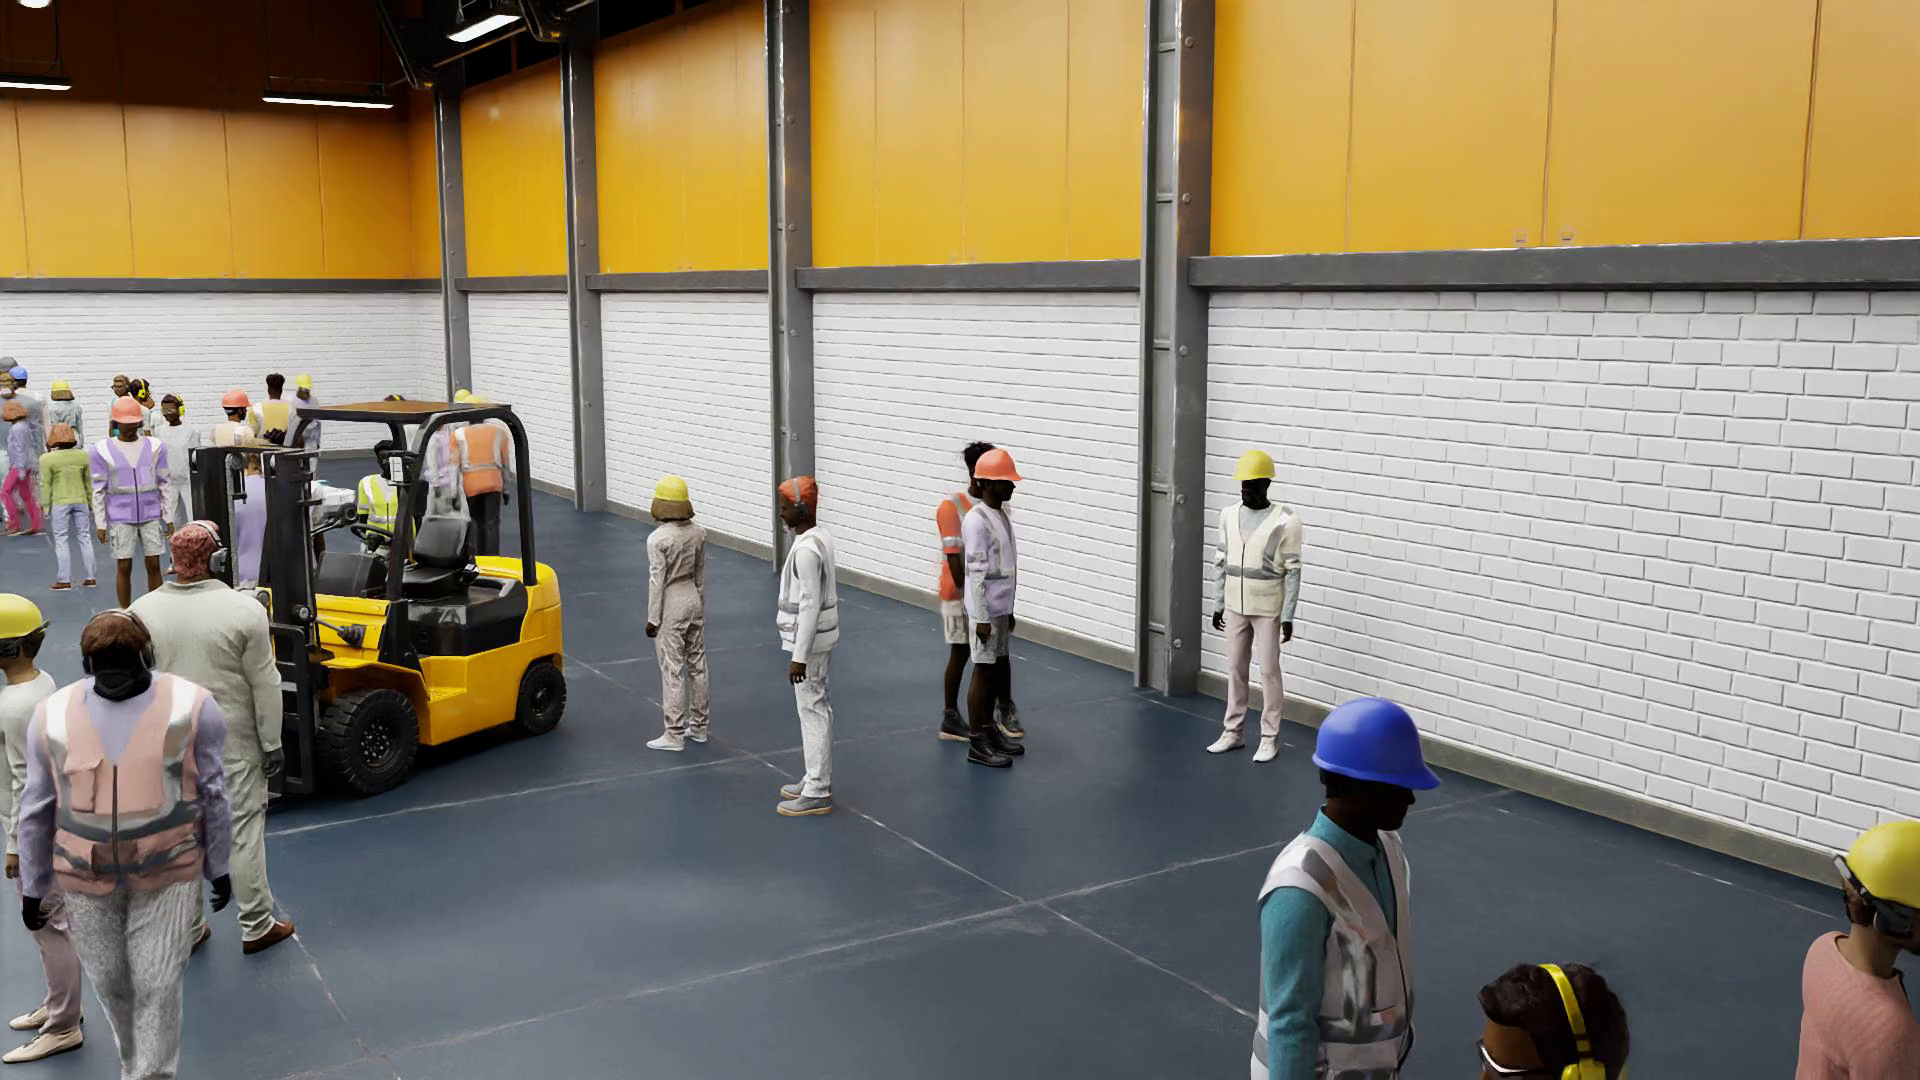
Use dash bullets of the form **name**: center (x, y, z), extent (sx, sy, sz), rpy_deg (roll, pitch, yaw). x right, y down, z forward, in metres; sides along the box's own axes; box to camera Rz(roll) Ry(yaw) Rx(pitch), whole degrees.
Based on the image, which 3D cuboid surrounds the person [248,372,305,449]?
- **person**: center (-8.083, -1.008, 19.702), extent (0.628, 1.945, 0.430), rpy_deg (-4, 9, -23)

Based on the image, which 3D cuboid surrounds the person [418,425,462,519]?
- **person**: center (-5.635, -0.620, 18.268), extent (0.717, 1.607, 0.538), rpy_deg (-2, 9, -16)

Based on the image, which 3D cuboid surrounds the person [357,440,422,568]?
- **person**: center (-4.648, 0.023, 13.606), extent (0.532, 1.696, 0.319), rpy_deg (-2, 9, -11)

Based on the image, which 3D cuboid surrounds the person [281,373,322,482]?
- **person**: center (-9.169, -1.425, 23.048), extent (0.603, 1.796, 0.787), rpy_deg (-8, 12, -44)

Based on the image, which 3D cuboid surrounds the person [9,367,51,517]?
- **person**: center (-12.079, -1.267, 21.496), extent (0.604, 1.939, 0.416), rpy_deg (-6, 10, -35)

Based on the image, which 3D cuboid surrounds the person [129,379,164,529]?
- **person**: center (-9.888, -1.013, 20.074), extent (0.526, 1.856, 0.344), rpy_deg (4, 9, 26)

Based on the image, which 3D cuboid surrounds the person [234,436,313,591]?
- **person**: center (-4.687, 0.266, 11.211), extent (0.635, 1.928, 0.384), rpy_deg (-7, 11, -38)

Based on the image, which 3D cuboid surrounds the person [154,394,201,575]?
- **person**: center (-7.975, -0.559, 17.002), extent (0.506, 1.859, 0.332), rpy_deg (1, 8, 5)

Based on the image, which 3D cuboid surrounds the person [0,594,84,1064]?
- **person**: center (-3.526, 1.074, 6.289), extent (0.312, 1.768, 0.522), rpy_deg (-4, 9, -23)

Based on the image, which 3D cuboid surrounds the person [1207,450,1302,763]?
- **person**: center (1.813, 0.403, 10.266), extent (0.586, 1.928, 0.369), rpy_deg (7, 11, 41)

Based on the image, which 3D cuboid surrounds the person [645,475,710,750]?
- **person**: center (-1.802, 0.456, 10.526), extent (0.294, 1.744, 0.486), rpy_deg (5, 10, 33)

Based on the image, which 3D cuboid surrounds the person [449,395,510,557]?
- **person**: center (-4.831, -0.525, 16.775), extent (0.604, 1.860, 0.971), rpy_deg (-3, 9, -19)

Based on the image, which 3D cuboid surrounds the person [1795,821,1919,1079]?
- **person**: center (1.992, 1.468, 3.679), extent (0.343, 1.755, 0.531), rpy_deg (2, 9, 13)

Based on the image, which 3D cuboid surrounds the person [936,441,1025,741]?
- **person**: center (0.129, 0.328, 10.716), extent (0.605, 1.945, 0.451), rpy_deg (-7, 11, -39)

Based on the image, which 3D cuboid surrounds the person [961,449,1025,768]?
- **person**: center (0.212, 0.409, 10.194), extent (0.354, 1.939, 0.544), rpy_deg (3, 9, 18)

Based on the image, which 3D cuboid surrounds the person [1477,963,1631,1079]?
- **person**: center (0.960, 1.576, 2.766), extent (0.991, 1.803, 0.533), rpy_deg (0, 8, -2)

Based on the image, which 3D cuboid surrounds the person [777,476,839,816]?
- **person**: center (-0.851, 0.579, 9.219), extent (0.356, 1.887, 0.573), rpy_deg (0, 8, 0)

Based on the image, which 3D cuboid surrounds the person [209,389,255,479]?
- **person**: center (-7.152, -0.530, 16.525), extent (0.542, 1.938, 0.358), rpy_deg (3, 9, 22)

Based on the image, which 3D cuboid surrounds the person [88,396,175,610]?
- **person**: center (-6.914, -0.188, 13.927), extent (0.611, 2.030, 0.410), rpy_deg (-7, 11, -38)

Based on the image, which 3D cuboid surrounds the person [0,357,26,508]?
- **person**: center (-12.711, -1.451, 22.385), extent (0.684, 2.000, 0.537), rpy_deg (8, 12, 44)

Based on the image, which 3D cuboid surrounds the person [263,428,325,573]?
- **person**: center (-4.649, 0.209, 11.440), extent (0.600, 1.967, 0.369), rpy_deg (-7, 11, -38)

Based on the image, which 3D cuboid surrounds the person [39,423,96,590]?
- **person**: center (-8.684, -0.329, 16.213), extent (0.276, 1.627, 0.497), rpy_deg (7, 11, 39)

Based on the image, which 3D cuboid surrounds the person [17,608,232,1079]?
- **person**: center (-2.828, 1.137, 5.650), extent (0.649, 1.832, 0.513), rpy_deg (-2, 9, -15)

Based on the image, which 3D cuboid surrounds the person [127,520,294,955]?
- **person**: center (-3.251, 0.863, 7.237), extent (0.642, 1.909, 0.410), rpy_deg (0, 8, -1)

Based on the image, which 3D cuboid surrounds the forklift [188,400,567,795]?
- **forklift**: center (-3.529, 0.258, 10.348), extent (1.214, 2.155, 2.313), rpy_deg (4, 9, 25)

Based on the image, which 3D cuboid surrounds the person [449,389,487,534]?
- **person**: center (-5.860, -0.915, 19.766), extent (0.306, 1.745, 0.483), rpy_deg (6, 10, 35)

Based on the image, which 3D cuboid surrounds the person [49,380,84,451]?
- **person**: center (-11.900, -1.262, 22.144), extent (0.326, 1.736, 0.486), rpy_deg (3, 9, 20)

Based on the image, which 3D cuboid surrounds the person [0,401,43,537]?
- **person**: center (-11.202, -0.830, 19.634), extent (0.602, 1.608, 0.525), rpy_deg (-4, 9, -25)

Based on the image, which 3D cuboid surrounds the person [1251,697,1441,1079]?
- **person**: center (0.924, 1.324, 4.041), extent (0.424, 1.938, 0.603), rpy_deg (6, 10, 34)

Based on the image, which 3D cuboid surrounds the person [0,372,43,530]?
- **person**: center (-11.531, -1.080, 20.276), extent (0.639, 1.926, 0.367), rpy_deg (-4, 9, -26)
